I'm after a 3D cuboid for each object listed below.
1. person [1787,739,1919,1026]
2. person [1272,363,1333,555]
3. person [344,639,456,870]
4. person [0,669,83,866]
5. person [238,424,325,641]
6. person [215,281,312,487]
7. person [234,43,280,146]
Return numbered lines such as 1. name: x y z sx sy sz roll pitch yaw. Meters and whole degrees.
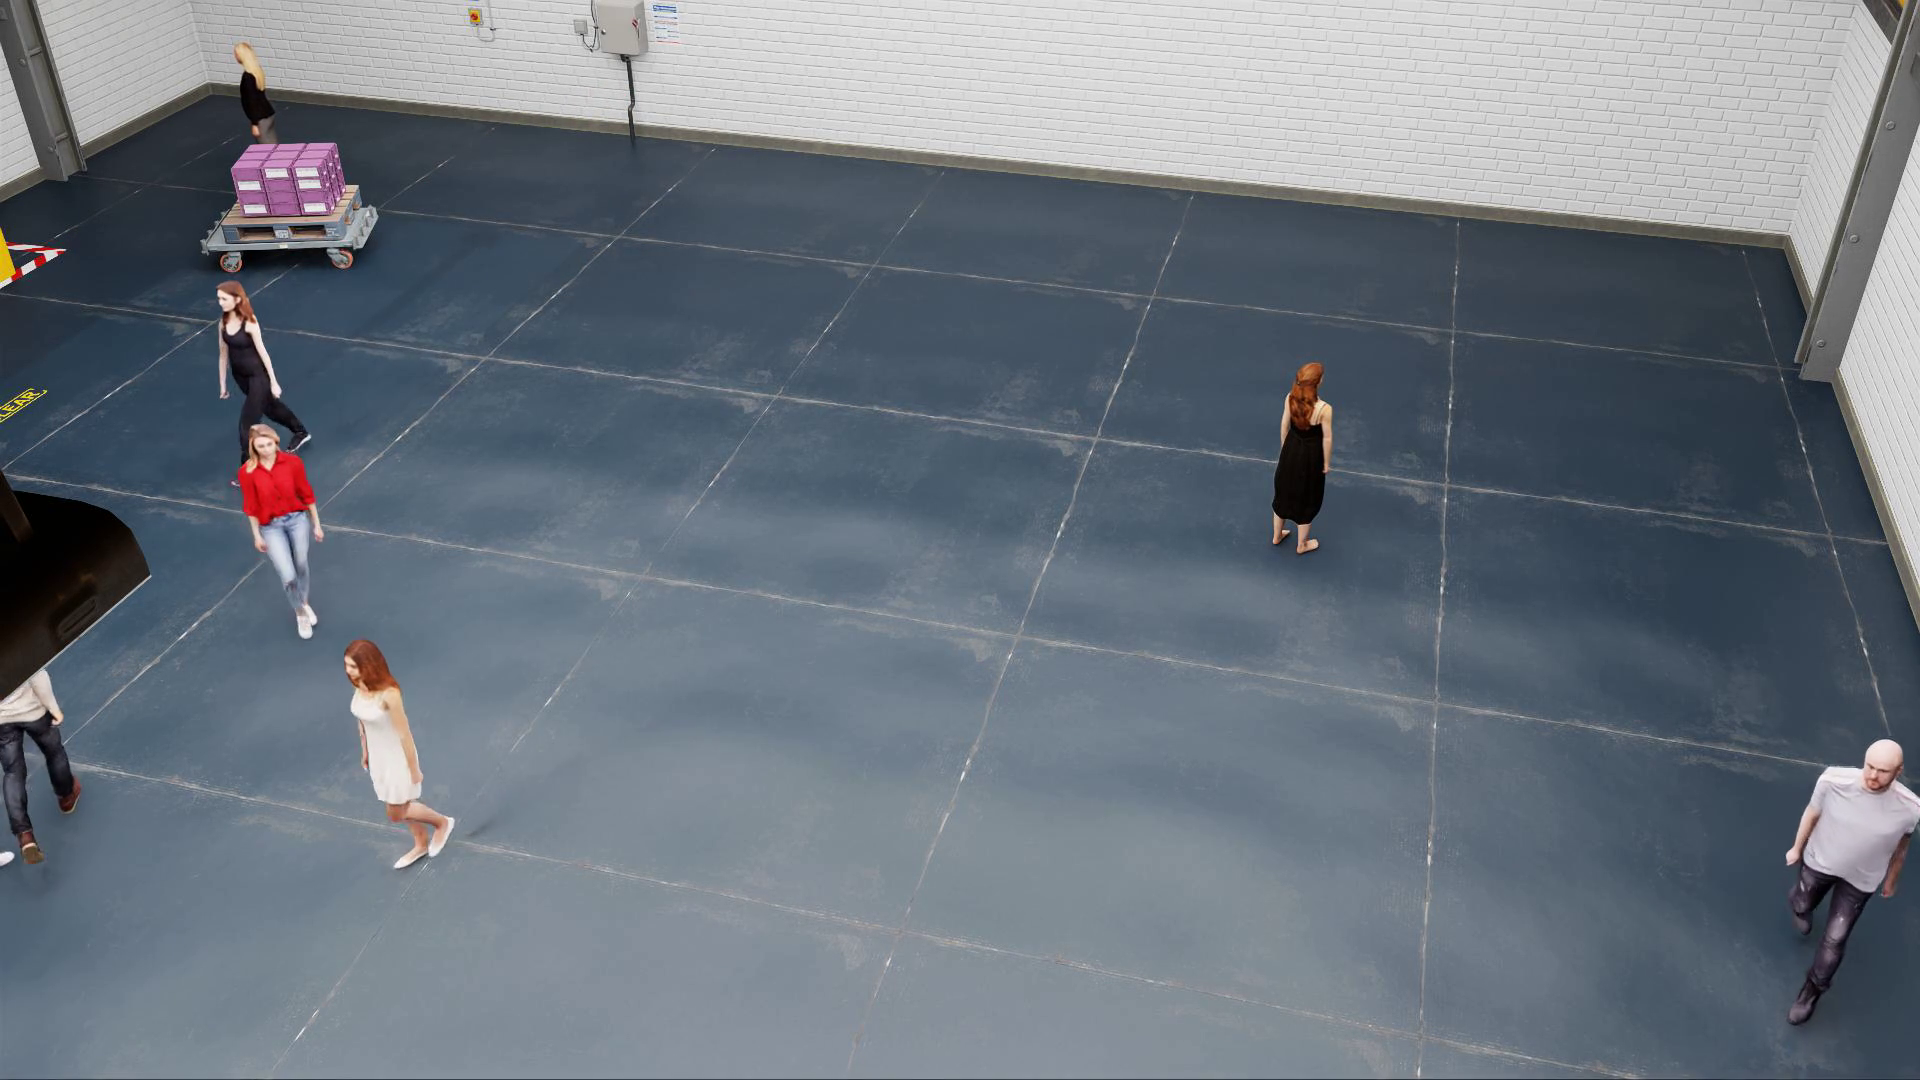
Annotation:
1. person: 4.835 1.729 9.090 0.972 1.797 1.255 20 38 27
2. person: 2.632 -0.641 12.810 0.666 1.625 0.691 24 40 31
3. person: -3.310 1.234 9.920 0.719 1.701 0.785 27 42 34
4. person: -5.684 1.104 9.989 1.043 1.842 1.239 -9 35 -13
5. person: -4.883 -0.129 11.977 0.782 1.695 0.847 -21 39 -28
6. person: -5.816 -1.375 13.850 0.734 1.697 1.194 14 36 20
7. person: -7.813 -4.669 18.679 0.735 1.838 0.610 -4 34 -7
